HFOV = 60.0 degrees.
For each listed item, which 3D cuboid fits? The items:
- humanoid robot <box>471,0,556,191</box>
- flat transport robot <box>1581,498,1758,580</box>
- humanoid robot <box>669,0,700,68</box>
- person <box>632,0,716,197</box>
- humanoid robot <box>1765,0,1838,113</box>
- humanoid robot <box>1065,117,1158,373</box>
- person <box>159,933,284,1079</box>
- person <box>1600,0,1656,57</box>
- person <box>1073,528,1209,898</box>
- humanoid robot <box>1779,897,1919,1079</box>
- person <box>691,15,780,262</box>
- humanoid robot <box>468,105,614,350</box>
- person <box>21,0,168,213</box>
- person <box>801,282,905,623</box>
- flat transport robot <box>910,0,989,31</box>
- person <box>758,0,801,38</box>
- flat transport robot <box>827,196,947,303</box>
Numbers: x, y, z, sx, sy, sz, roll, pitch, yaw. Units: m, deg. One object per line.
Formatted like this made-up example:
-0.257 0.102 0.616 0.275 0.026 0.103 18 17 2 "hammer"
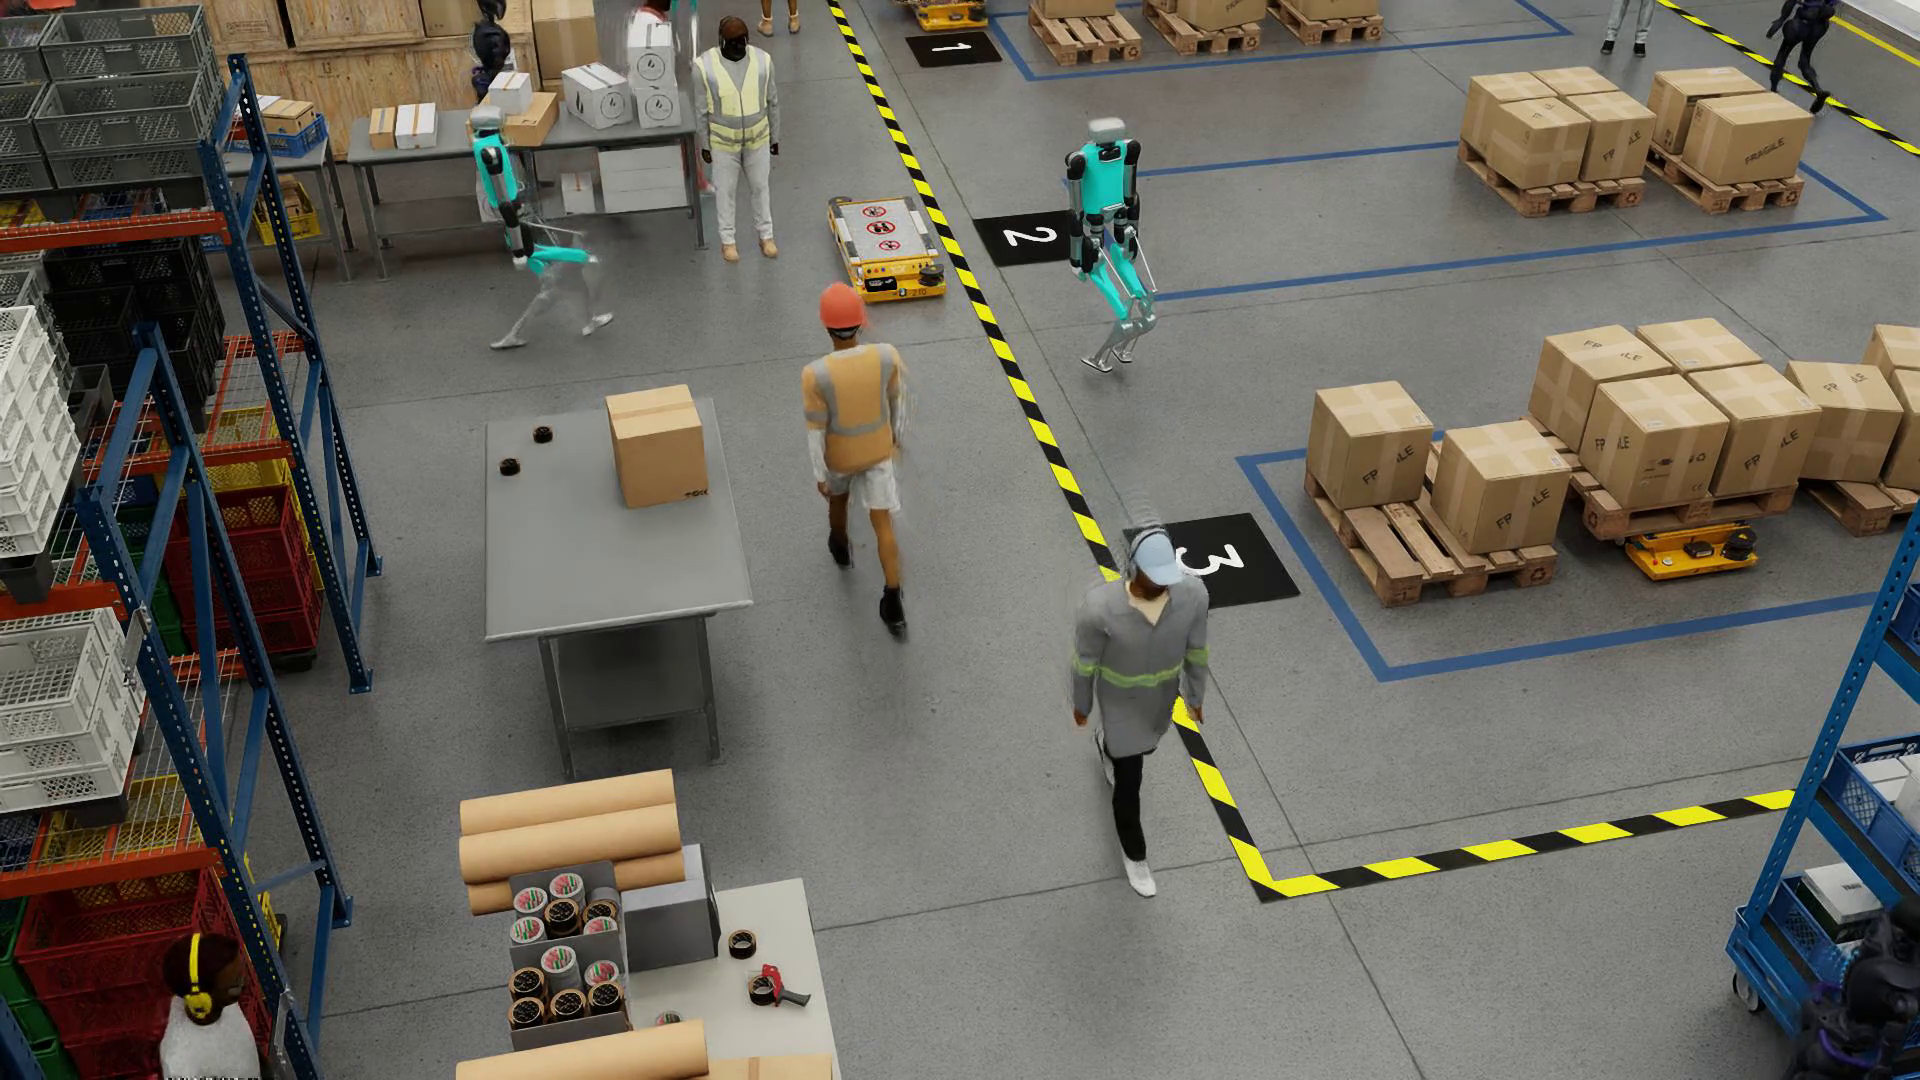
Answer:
-3.639 -3.520 13.114 0.618 1.633 0.615 -15 39 -19 "humanoid robot"
4.062 -0.294 9.926 0.652 0.197 1.431 -8 37 -10 "flat transport robot"
-2.608 -5.227 15.395 0.556 1.838 0.884 -10 38 -13 "humanoid robot"
-2.372 -3.495 12.903 0.897 1.876 0.570 -2 37 -3 "person"
7.412 -4.529 14.473 0.598 1.643 0.583 -14 39 -18 "humanoid robot"
1.031 -1.824 10.667 0.533 1.673 0.735 -20 41 -24 "humanoid robot"
-2.470 1.972 5.615 0.959 1.810 0.546 -8 37 -11 "person"
6.446 -5.452 15.580 0.588 1.821 0.403 11 38 14 "person"
0.778 0.636 7.400 0.592 1.825 0.869 -10 38 -13 "person"
3.188 1.826 5.928 0.591 1.640 0.584 9 38 12 "humanoid robot"
-1.610 -2.932 12.186 0.622 1.837 0.429 -11 38 -15 "person"
-2.762 -2.076 11.163 1.030 1.776 0.544 -13 38 -16 "humanoid robot"
-6.479 -3.155 12.355 1.051 1.987 0.614 -9 38 -12 "person"
-0.541 -0.470 8.831 0.562 1.897 0.985 -10 38 -14 "person"
-0.189 -5.554 16.994 0.652 0.197 1.431 -8 37 -10 "flat transport robot"
-1.808 -5.878 15.969 0.614 2.040 0.370 -10 38 -13 "person"
-0.570 -2.220 12.538 0.659 0.231 1.431 -8 37 -10 "flat transport robot"
